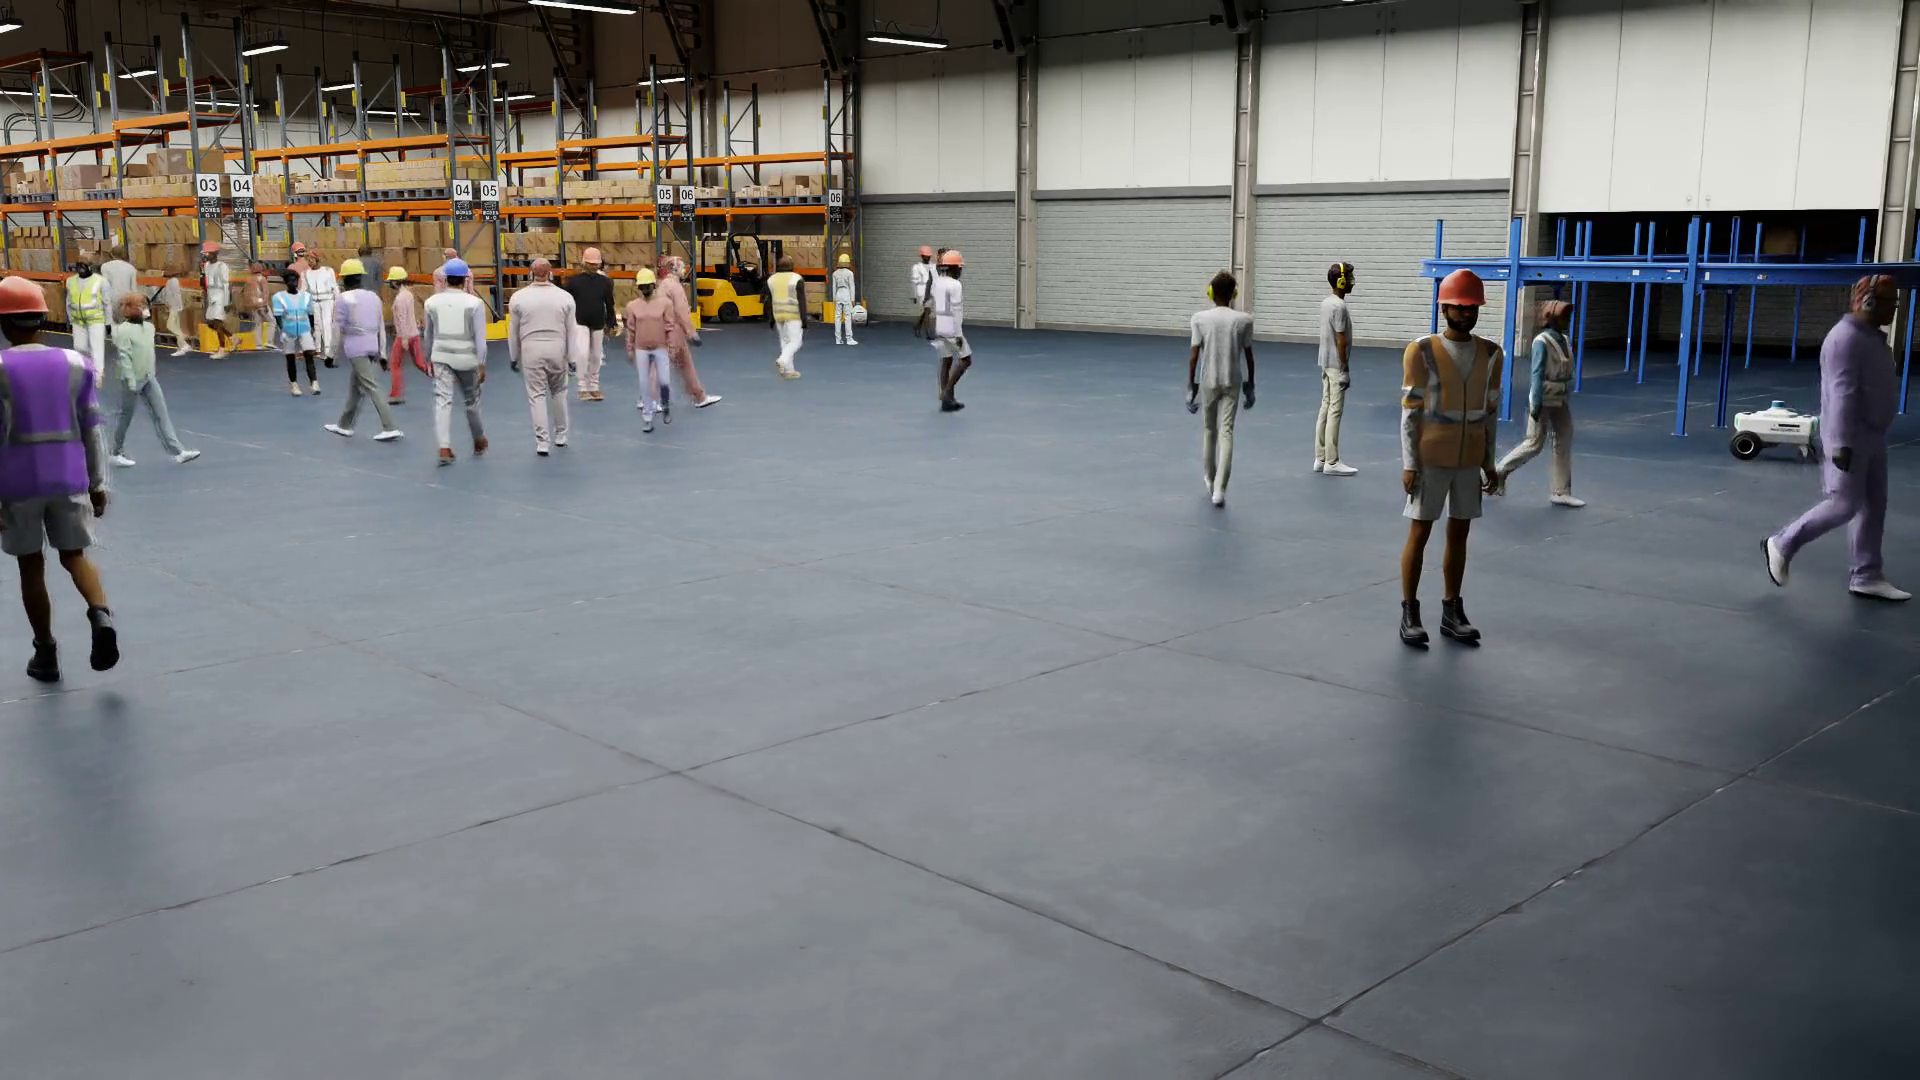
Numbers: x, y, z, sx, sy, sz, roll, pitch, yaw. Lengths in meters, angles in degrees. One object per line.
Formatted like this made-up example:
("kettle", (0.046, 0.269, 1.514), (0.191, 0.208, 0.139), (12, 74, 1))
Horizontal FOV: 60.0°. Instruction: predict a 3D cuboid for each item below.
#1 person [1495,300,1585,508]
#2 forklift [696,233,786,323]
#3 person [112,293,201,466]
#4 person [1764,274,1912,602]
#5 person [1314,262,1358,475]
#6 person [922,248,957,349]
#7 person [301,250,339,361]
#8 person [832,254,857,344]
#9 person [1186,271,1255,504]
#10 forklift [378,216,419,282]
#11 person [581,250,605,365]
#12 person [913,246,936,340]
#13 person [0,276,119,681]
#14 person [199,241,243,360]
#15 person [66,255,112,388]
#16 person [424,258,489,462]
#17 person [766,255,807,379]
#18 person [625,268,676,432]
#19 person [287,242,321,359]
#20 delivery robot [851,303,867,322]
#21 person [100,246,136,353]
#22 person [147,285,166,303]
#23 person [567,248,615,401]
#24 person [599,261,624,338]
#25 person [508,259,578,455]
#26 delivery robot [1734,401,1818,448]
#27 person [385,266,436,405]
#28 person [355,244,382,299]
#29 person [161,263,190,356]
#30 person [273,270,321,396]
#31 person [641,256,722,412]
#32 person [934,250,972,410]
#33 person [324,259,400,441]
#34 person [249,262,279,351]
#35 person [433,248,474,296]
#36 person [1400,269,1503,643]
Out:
("person", (4.600, -1.089, 13.144), (0.519, 1.613, 0.714), (-9, 14, -41))
("forklift", (-5.496, -6.489, 41.108), (2.313, 2.155, 1.214), (-10, 14, -44))
("person", (-7.468, -1.461, 15.232), (0.851, 1.584, 0.533), (2, 11, 11))
("person", (5.188, -0.596, 9.686), (0.684, 1.888, 0.709), (-9, 14, -41))
("person", (3.367, -1.530, 14.835), (0.329, 1.872, 0.508), (-1, 10, -8))
("person", (-0.342, -4.560, 31.389), (0.609, 1.864, 1.023), (7, 12, 32))
("person", (-10.707, -3.894, 27.777), (0.610, 1.850, 0.870), (0, 10, 0))
("person", (-2.249, -4.688, 32.400), (0.483, 1.745, 0.305), (6, 12, 30))
("person", (2.091, -1.229, 13.326), (0.547, 1.818, 0.996), (2, 11, 8))
("forklift", (-17.868, -9.201, 54.028), (1.873, 2.768, 1.129), (-10, 14, -44))
("person", (-6.035, -3.774, 27.099), (0.486, 1.859, 0.503), (4, 11, 19))
("person", (-0.738, -5.086, 34.155), (0.545, 1.909, 0.912), (-7, 12, -33))
("person", (-4.292, -0.268, 7.819), (0.627, 1.925, 0.549), (10, 14, 43))
("person", (-12.708, -4.126, 28.577), (0.612, 2.021, 0.606), (8, 13, 38))
("person", (-12.170, -3.064, 23.299), (0.648, 1.828, 0.528), (0, 10, 1))
("person", (-4.744, -1.695, 15.695), (0.615, 1.898, 1.014), (0, 10, 0))
("person", (-2.554, -3.262, 24.393), (0.630, 1.822, 0.675), (5, 12, 27))
("person", (-3.348, -2.065, 18.046), (0.552, 1.753, 0.421), (0, 10, -1))
("person", (-11.326, -4.129, 28.696), (0.393, 1.985, 0.611), (7, 12, 32))
("delivery robot", (-2.377, -5.298, 38.833), (0.477, 0.478, 0.707), (-2, 10, -9))
("person", (-15.008, -4.272, 29.656), (0.506, 1.917, 0.645), (7, 13, 34))
("person", (-21.113, -6.866, 43.833), (0.600, 1.909, 0.451), (-7, 13, -35))
("person", (-4.689, -2.739, 21.225), (0.627, 1.947, 0.802), (-6, 12, -30))
("person", (-7.300, -4.940, 33.985), (0.758, 1.673, 0.537), (-4, 11, -19))
("person", (-4.098, -1.802, 16.329), (0.647, 1.874, 0.896), (-4, 11, -19))
("delivery robot", (7.779, -1.084, 15.851), (0.707, 0.478, 0.477), (6, 12, 29))
("person", (-6.875, -2.563, 20.889), (0.851, 1.733, 0.538), (0, 10, 1))
("person", (-12.414, -5.181, 34.638), (0.779, 1.913, 0.646), (9, 14, 40))
("person", (-13.791, -4.033, 29.147), (0.364, 1.617, 0.531), (-8, 13, -37))
("person", (-8.690, -2.700, 21.783), (0.543, 1.651, 0.842), (-7, 12, -32))
("person", (-3.419, -2.483, 20.090), (1.021, 1.853, 0.657), (-3, 11, -18))
("person", (-0.090, -2.532, 20.142), (0.400, 1.926, 0.567), (-6, 12, -29))
("person", (-6.248, -1.972, 17.284), (1.042, 1.863, 0.590), (3, 11, 18))
("person", (-12.818, -4.301, 30.631), (0.550, 1.608, 0.531), (8, 13, 38))
("person", (-8.089, -3.697, 26.556), (0.652, 1.906, 0.403), (-7, 12, -33))
("person", (2.551, -0.427, 8.633), (0.545, 1.939, 0.373), (-2, 11, -9))
